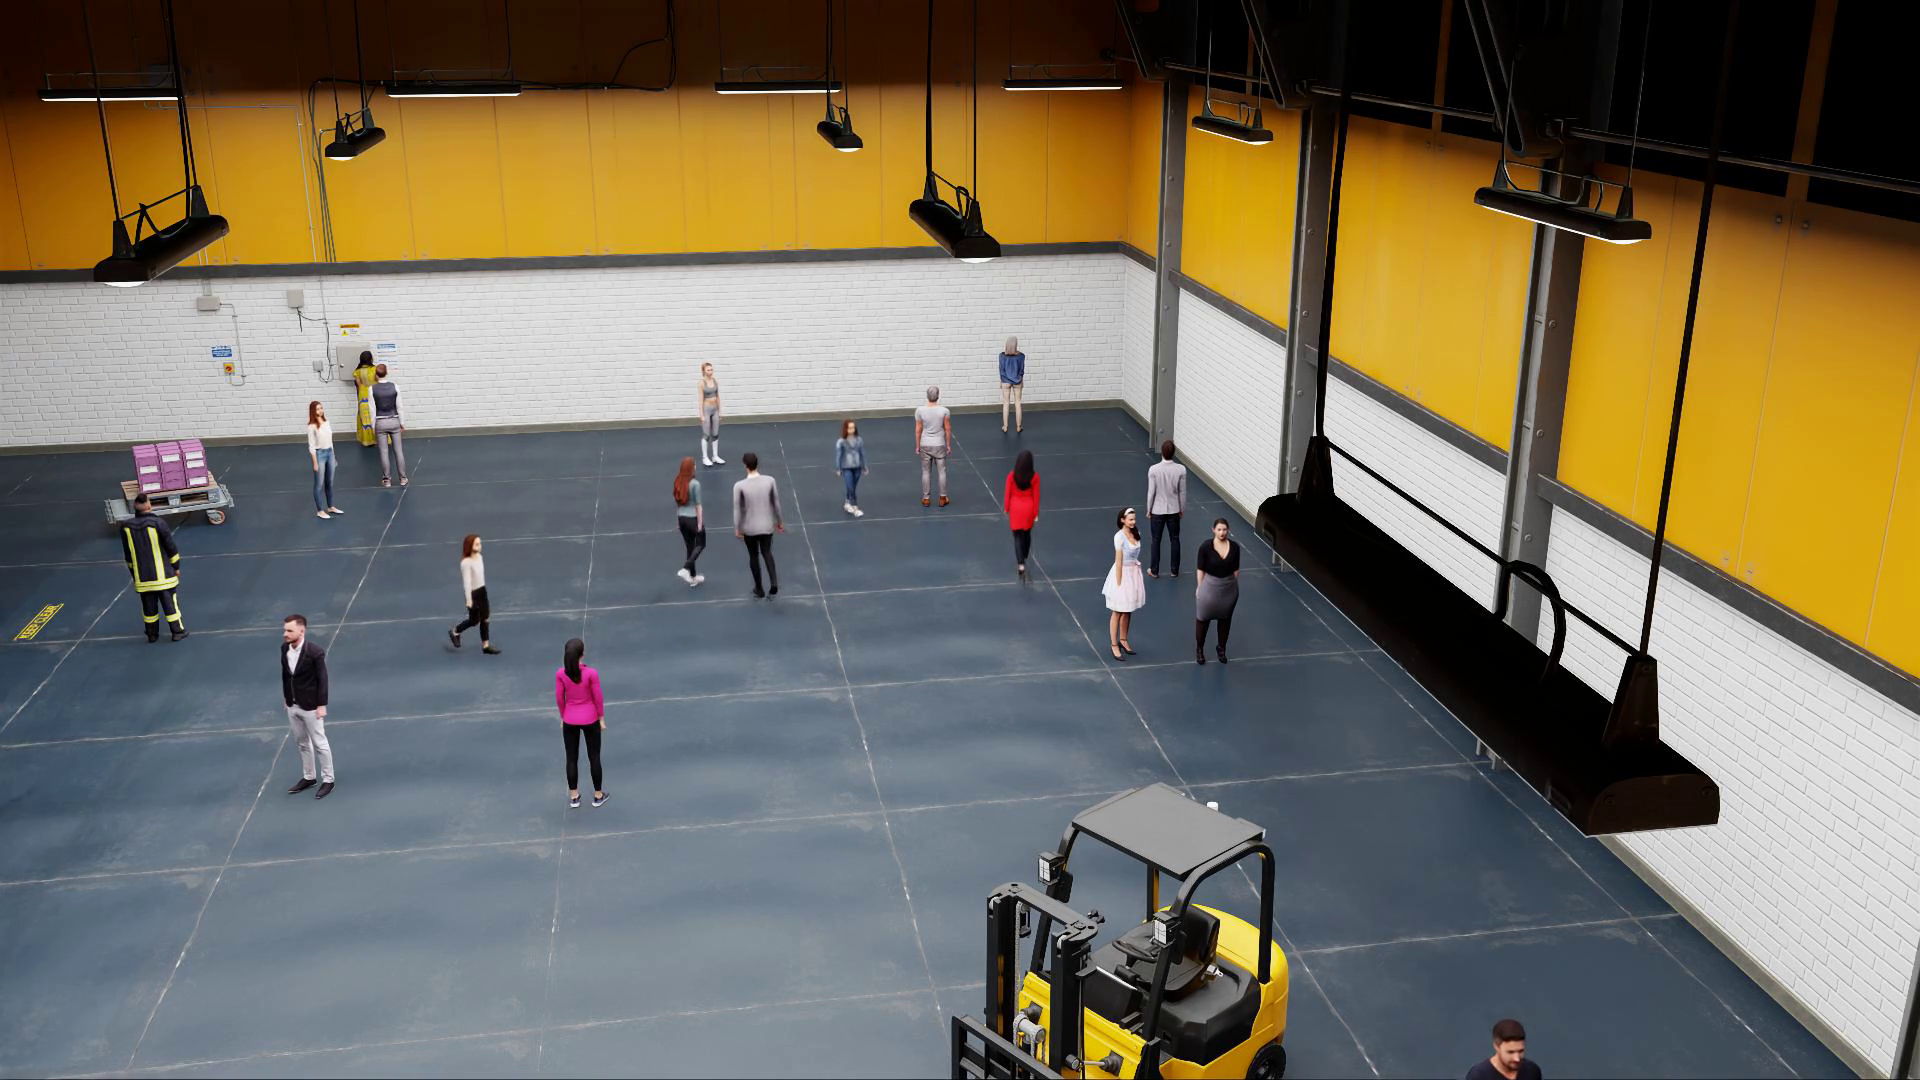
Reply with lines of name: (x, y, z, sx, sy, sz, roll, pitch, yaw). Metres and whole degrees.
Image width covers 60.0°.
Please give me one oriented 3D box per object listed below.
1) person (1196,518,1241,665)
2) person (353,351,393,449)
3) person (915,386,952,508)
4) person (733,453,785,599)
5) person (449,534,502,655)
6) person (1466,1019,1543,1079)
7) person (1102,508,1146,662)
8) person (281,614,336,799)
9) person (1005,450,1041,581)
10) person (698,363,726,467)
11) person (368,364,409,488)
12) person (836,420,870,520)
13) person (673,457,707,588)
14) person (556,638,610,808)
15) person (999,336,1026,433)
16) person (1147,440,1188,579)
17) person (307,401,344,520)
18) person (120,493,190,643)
person: (2.953, 0.574, 19.116, 0.673, 1.759, 0.636, -2, 19, -5)
person: (-9.916, -2.381, 28.044, 0.932, 1.661, 0.879, 1, 19, 4)
person: (-0.403, -1.404, 24.876, 0.746, 1.831, 0.661, 2, 19, 4)
person: (-2.534, -0.140, 21.018, 0.894, 1.898, 0.920, -7, 20, -20)
person: (-5.708, 0.636, 19.383, 0.807, 1.471, 0.878, 4, 19, 12)
person: (3.184, 3.630, 9.906, 0.684, 1.846, 1.136, -4, 19, -13)
person: (1.914, 0.493, 19.264, 0.915, 1.817, 0.860, 15, 24, 38)
person: (-6.295, 1.570, 16.025, 0.740, 1.844, 0.749, 8, 20, 21)
person: (0.811, -0.300, 21.790, 0.663, 1.708, 1.100, -2, 19, -5)
person: (-4.076, -2.061, 27.030, 0.671, 1.702, 0.638, 17, 25, 42)
person: (-8.914, -1.806, 25.902, 0.710, 1.938, 0.640, -8, 20, -21)
person: (-1.622, -1.051, 24.440, 0.784, 1.440, 1.057, -10, 21, -28)
person: (-3.538, -0.202, 21.459, 0.798, 1.733, 0.873, 11, 21, 29)
person: (-3.602, 1.724, 15.794, 0.626, 1.699, 0.613, 0, 19, 0)
person: (0.903, -2.736, 29.041, 0.644, 1.697, 0.602, -1, 19, -2)
person: (2.710, -0.408, 21.885, 0.687, 1.853, 0.591, -2, 19, -5)
person: (-9.372, -1.199, 24.430, 0.712, 1.728, 0.623, 9, 21, 25)
person: (-9.577, 0.312, 19.736, 0.748, 1.860, 0.683, -2, 19, -6)
